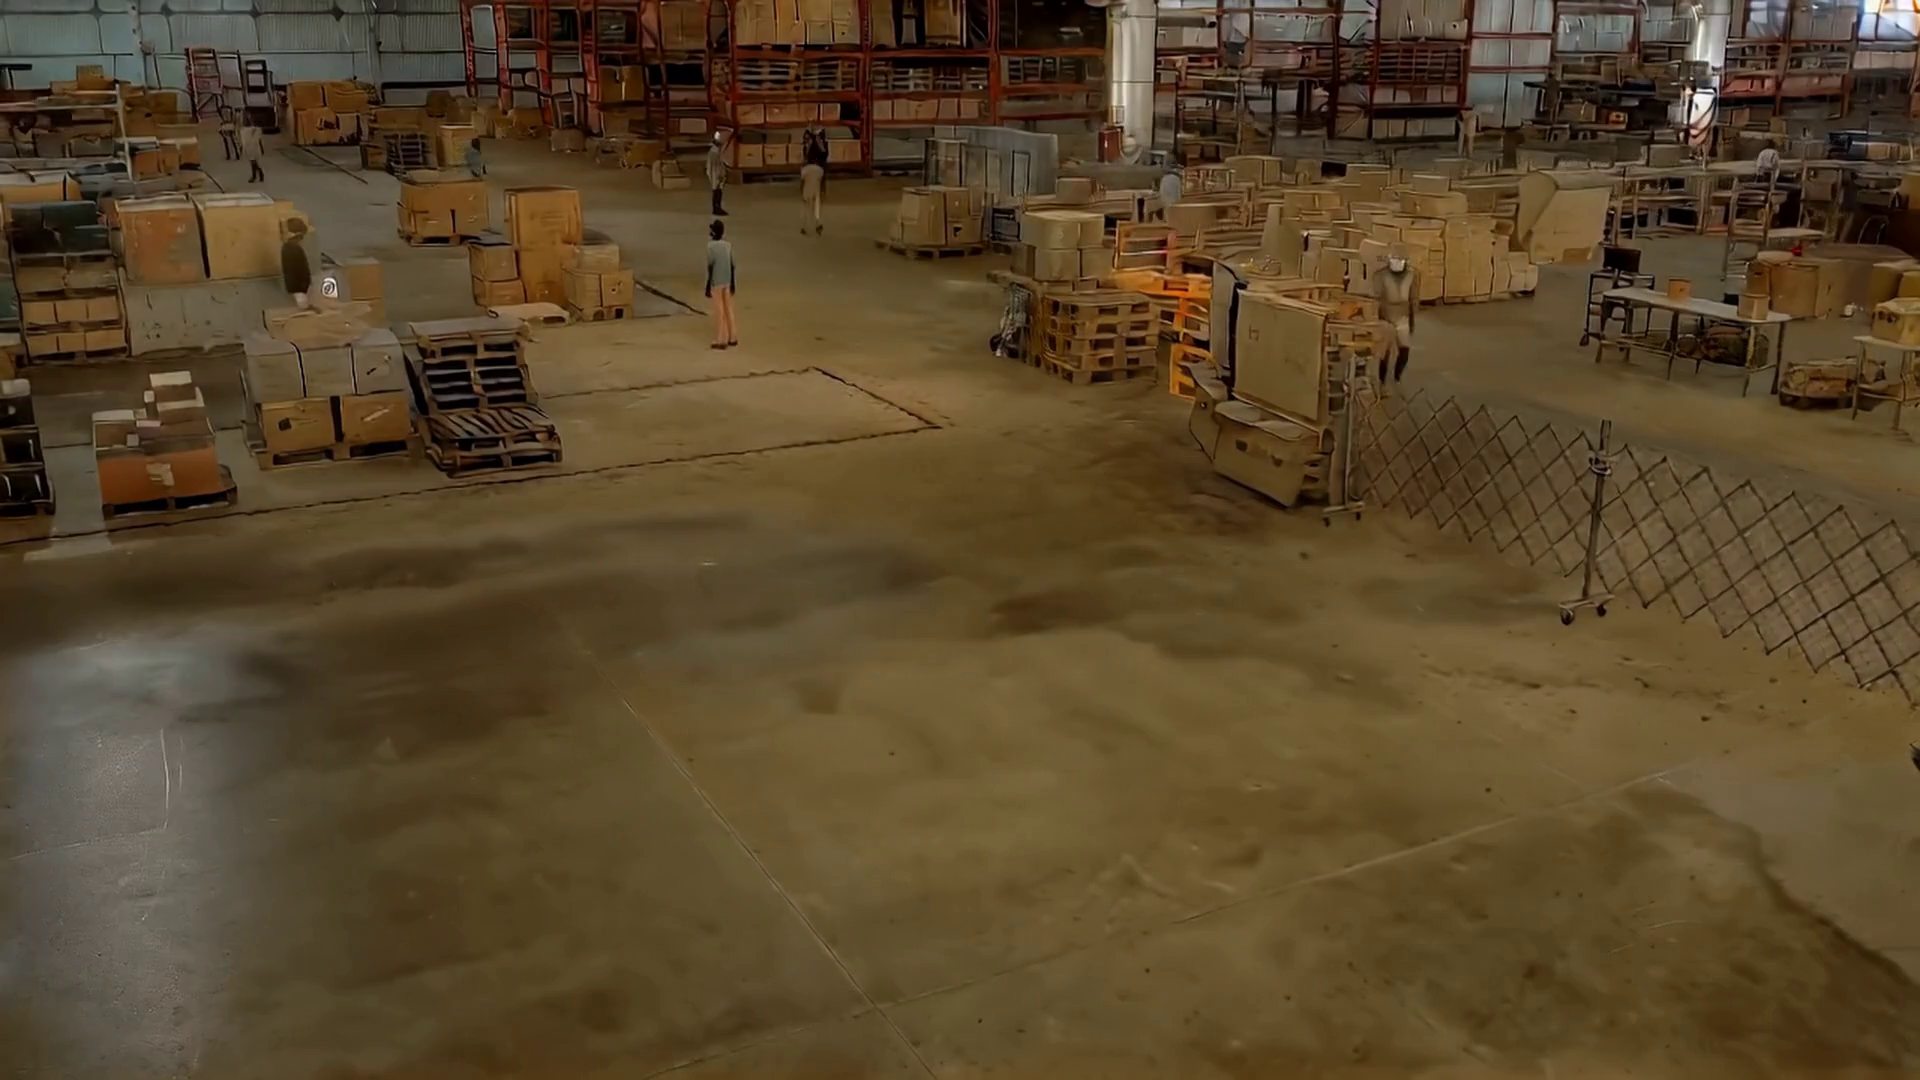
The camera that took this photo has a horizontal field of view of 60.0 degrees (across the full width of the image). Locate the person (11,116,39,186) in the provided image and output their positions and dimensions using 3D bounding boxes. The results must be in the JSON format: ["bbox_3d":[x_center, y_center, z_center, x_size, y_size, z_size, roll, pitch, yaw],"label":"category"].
[{"bbox_3d":[-25.660,-10.668,45.676,0.593,1.895,0.594,-7,19,-21],"label":"person"}]

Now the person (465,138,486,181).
[{"bbox_3d":[-11.957,-9.047,40.977,0.540,1.681,0.475,8,19,23],"label":"person"}]

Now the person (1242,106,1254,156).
[{"bbox_3d":[9.441,-13.434,54.719,0.541,1.621,0.351,-9,20,-27],"label":"person"}]

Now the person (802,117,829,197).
[{"bbox_3d":[-3.741,-9.932,43.151,0.688,2.000,0.536,1,18,2],"label":"person"}]

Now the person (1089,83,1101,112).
[{"bbox_3d":[5.625,-18.199,69.145,0.642,1.905,0.399,9,20,26],"label":"person"}]

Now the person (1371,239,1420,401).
[{"bbox_3d":[5.406,-2.727,20.711,0.609,2.029,0.432,0,18,-1],"label":"person"}]

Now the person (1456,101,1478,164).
[{"bbox_3d":[15.946,-12.830,52.350,0.635,1.939,0.362,7,19,20],"label":"person"}]

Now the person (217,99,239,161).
[{"bbox_3d":[-23.482,-13.152,53.356,0.551,1.936,0.357,-11,21,-32],"label":"person"}]

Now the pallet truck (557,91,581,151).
[{"bbox_3d":[-13.495,-14.412,57.188,0.823,1.965,1.885,-3,18,-9],"label":"pallet truck"}]

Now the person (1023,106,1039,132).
[{"bbox_3d":[2.259,-13.095,53.562,0.535,1.700,0.318,6,19,18],"label":"person"}]

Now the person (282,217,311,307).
[{"bbox_3d":[-9.194,-3.497,23.167,0.398,1.990,0.620,-6,19,-17],"label":"person"}]

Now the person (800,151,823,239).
[{"bbox_3d":[-3.159,-7.372,35.529,0.527,1.827,0.997,-8,19,-23],"label":"person"}]

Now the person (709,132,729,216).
[{"bbox_3d":[-5.691,-8.632,39.264,0.370,1.939,0.543,6,19,19],"label":"person"}]

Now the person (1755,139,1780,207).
[{"bbox_3d":[19.880,-9.040,40.990,0.532,1.659,0.877,17,24,42],"label":"person"}]

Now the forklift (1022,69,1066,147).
[{"bbox_3d":[3.049,-13.934,54.275,1.873,2.768,1.129,-9,20,-26],"label":"forklift"}]

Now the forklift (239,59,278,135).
[{"bbox_3d":[-27.049,-17.050,63.990,1.129,2.768,1.873,-6,19,-18],"label":"forklift"}]

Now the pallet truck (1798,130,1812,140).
[{"bbox_3d":[25.526,-11.556,49.408,1.630,1.274,0.653,-9,20,-26],"label":"pallet truck"}]

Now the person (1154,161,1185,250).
[{"bbox_3d":[4.273,-6.761,33.670,0.892,1.800,0.606,-11,21,-30],"label":"person"}]

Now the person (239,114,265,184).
[{"bbox_3d":[-19.835,-10.986,46.644,0.611,1.926,0.989,3,18,9],"label":"person"}]

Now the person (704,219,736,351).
[{"bbox_3d":[-3.447,-3.653,23.855,0.311,1.869,0.530,14,23,38],"label":"person"}]

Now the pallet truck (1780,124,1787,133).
[{"bbox_3d":[25.206,-12.542,52.601,1.601,1.201,0.680,0,18,-2],"label":"pallet truck"}]

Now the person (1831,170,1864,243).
[{"bbox_3d":[17.439,-6.421,32.767,0.854,1.699,0.531,-5,19,-16],"label":"person"}]

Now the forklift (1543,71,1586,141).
[{"bbox_3d":[18.685,-13.231,52.085,1.873,2.768,1.129,-9,20,-26],"label":"forklift"}]

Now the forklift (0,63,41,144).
[{"bbox_3d":[-34.035,-15.536,59.268,1.873,2.768,1.129,-9,20,-26],"label":"forklift"}]
